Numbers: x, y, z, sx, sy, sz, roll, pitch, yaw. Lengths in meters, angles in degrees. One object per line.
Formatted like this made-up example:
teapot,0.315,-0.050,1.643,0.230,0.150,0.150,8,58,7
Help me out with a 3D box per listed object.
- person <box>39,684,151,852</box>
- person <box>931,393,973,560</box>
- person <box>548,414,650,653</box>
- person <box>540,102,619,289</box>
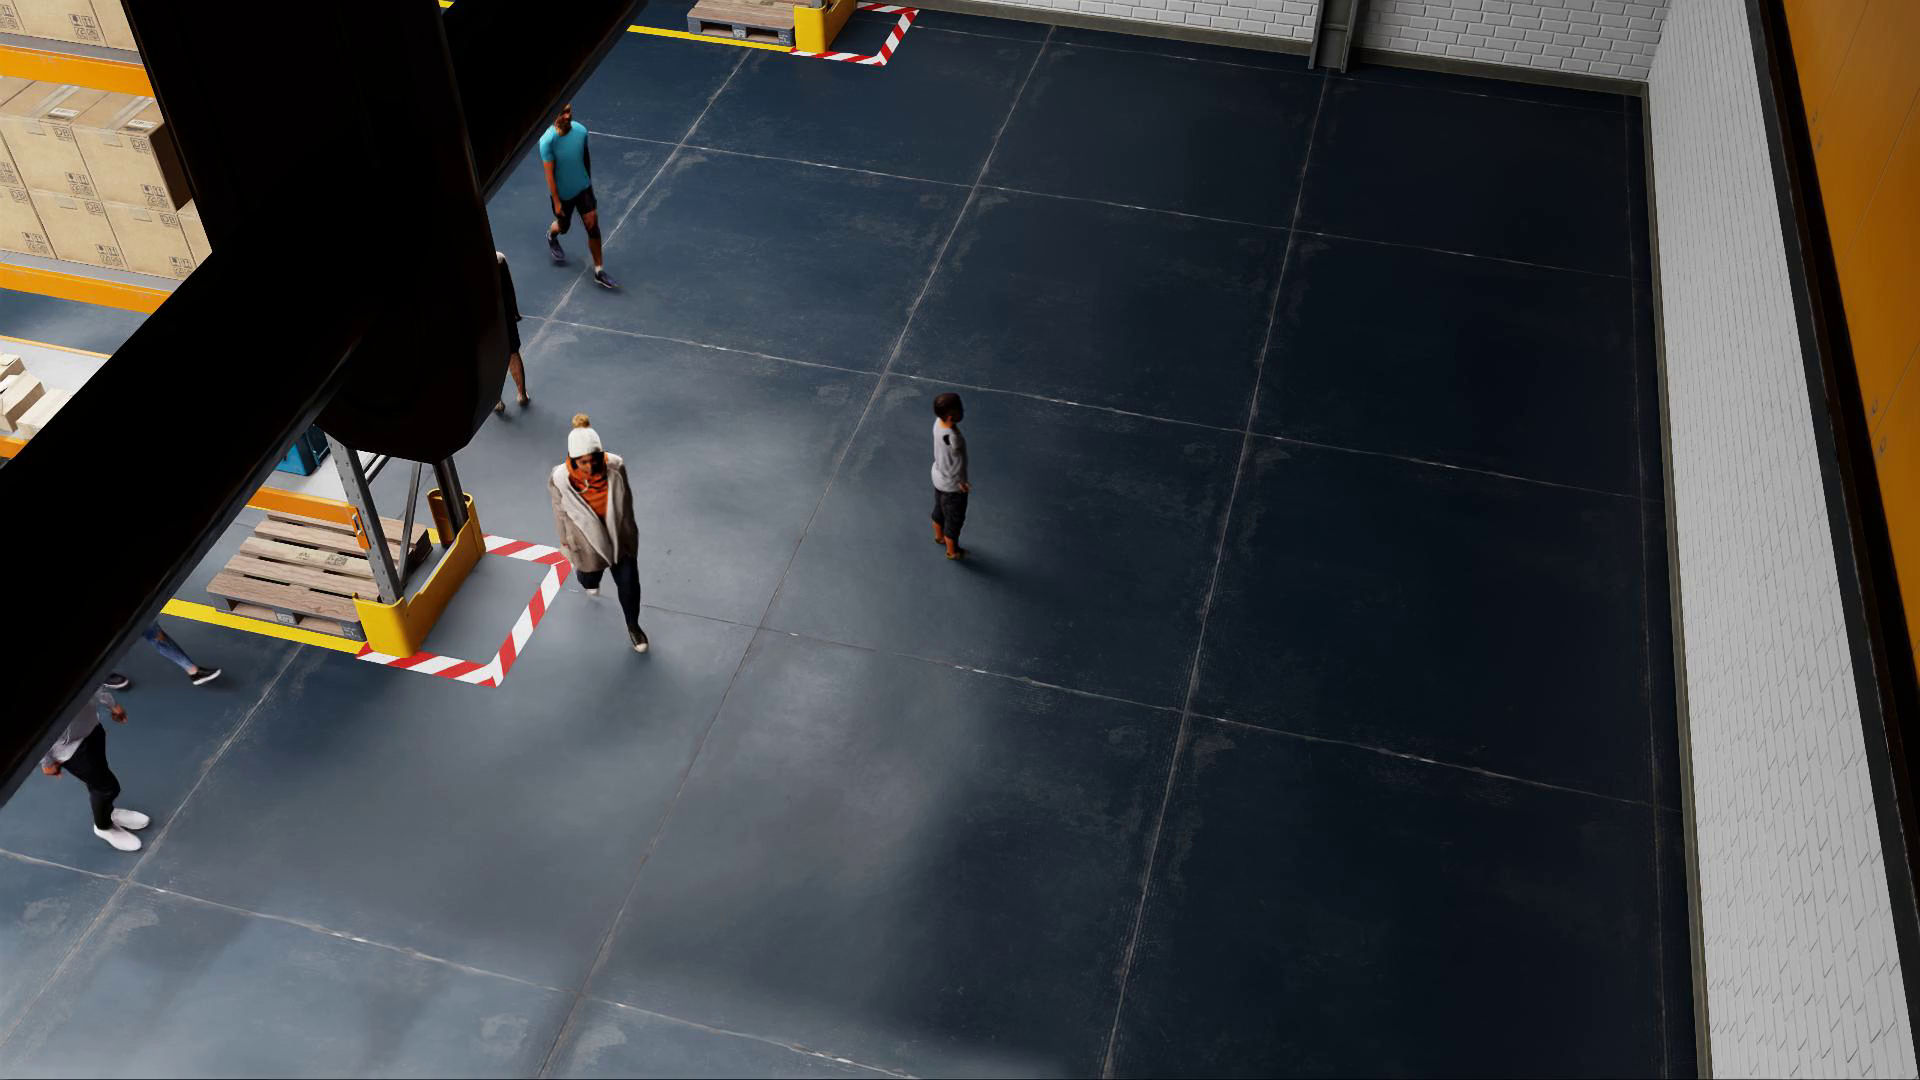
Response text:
person,-5.289,1.114,9.720,0.678,1.911,0.722,4,44,4
person,-0.074,-0.492,11.736,0.688,1.456,0.653,-16,46,-16
person,-2.422,-0.121,11.045,1.131,1.872,1.157,-18,47,-18
person,-3.370,-2.996,14.158,1.038,1.741,1.204,-30,51,-27
